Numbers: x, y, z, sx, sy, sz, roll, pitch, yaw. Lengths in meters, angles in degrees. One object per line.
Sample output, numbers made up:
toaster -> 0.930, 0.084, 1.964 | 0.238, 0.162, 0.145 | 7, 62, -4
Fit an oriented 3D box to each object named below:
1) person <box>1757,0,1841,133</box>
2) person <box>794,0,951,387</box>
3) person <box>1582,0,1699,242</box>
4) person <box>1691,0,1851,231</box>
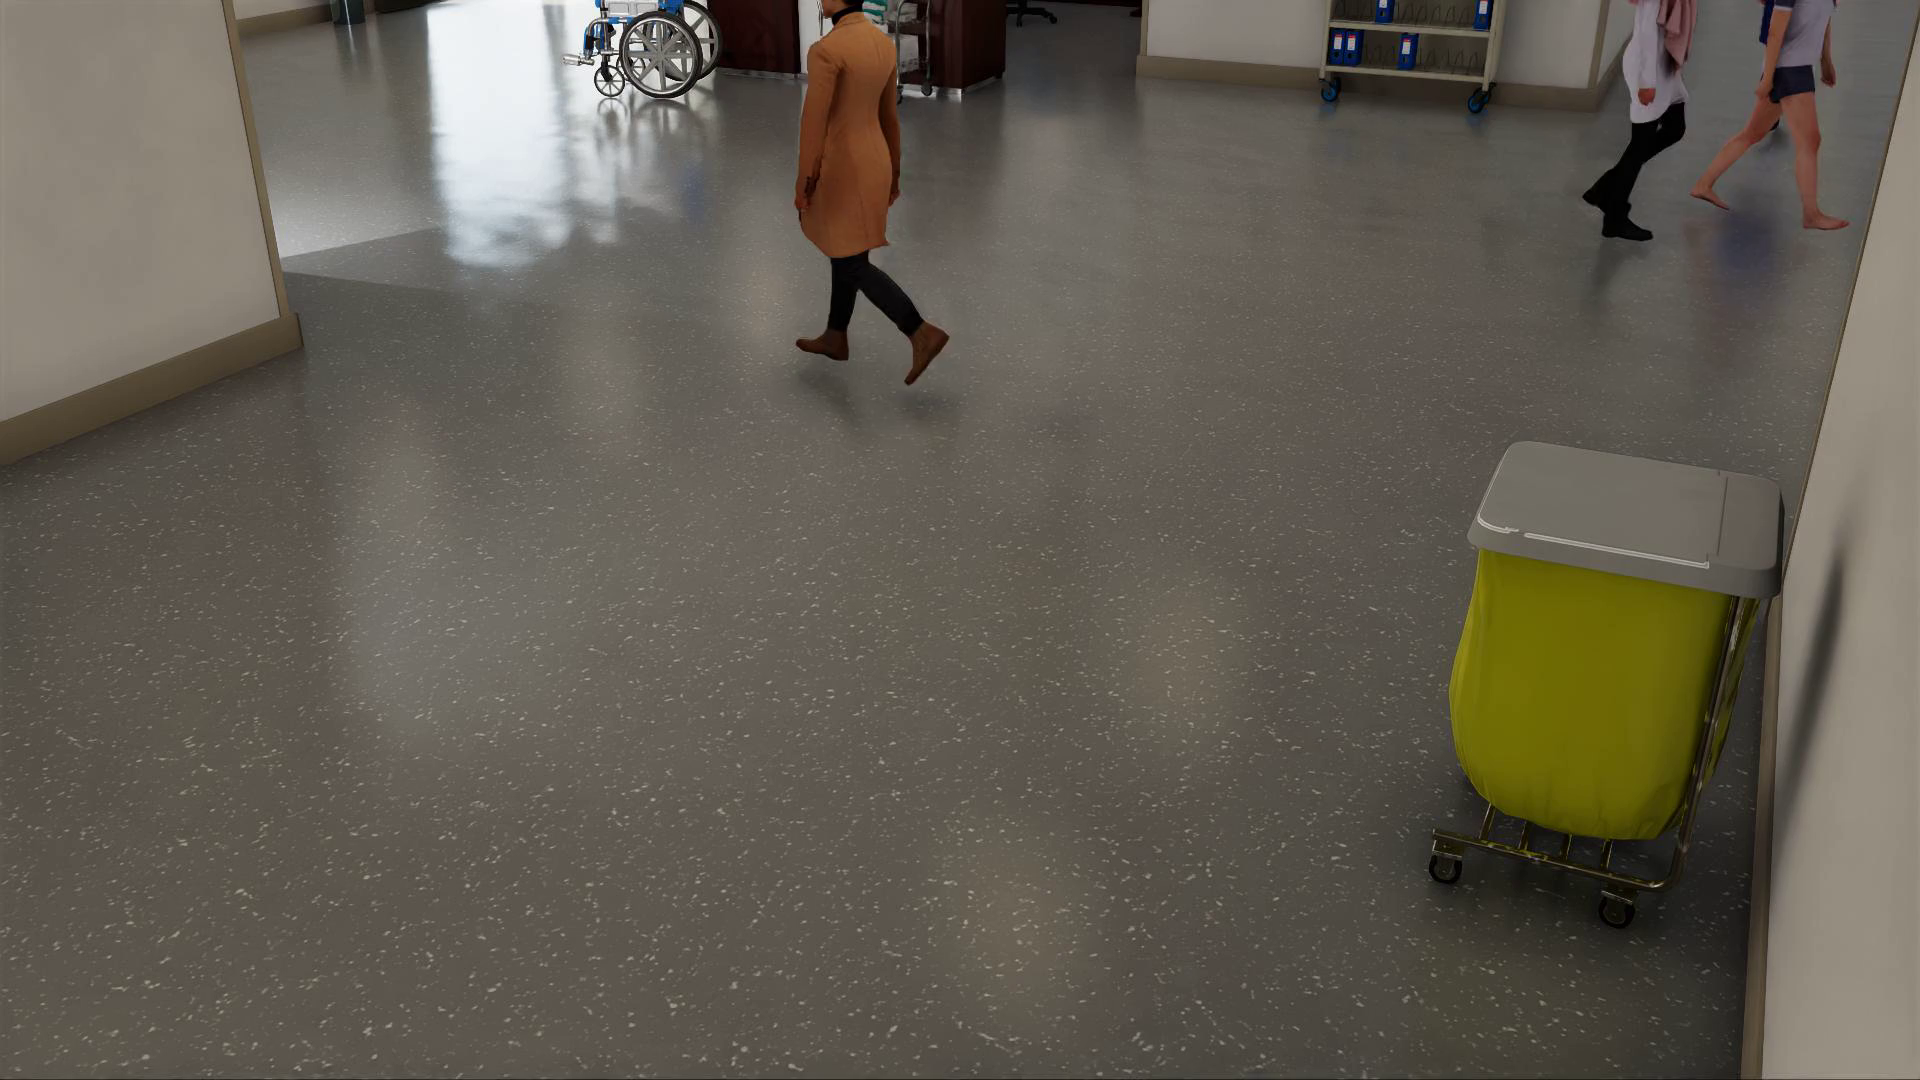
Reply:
person -> 5.767, -3.752, 11.379 | 1.174, 1.816, 0.993 | 23, 34, 39
person -> -0.370, -1.456, 6.713 | 1.089, 1.694, 0.700 | 14, 29, 27
person -> 3.545, -2.474, 8.758 | 0.699, 1.792, 0.664 | 15, 29, 28
person -> 4.447, -2.558, 9.084 | 1.184, 1.660, 0.837 | 22, 34, 38
